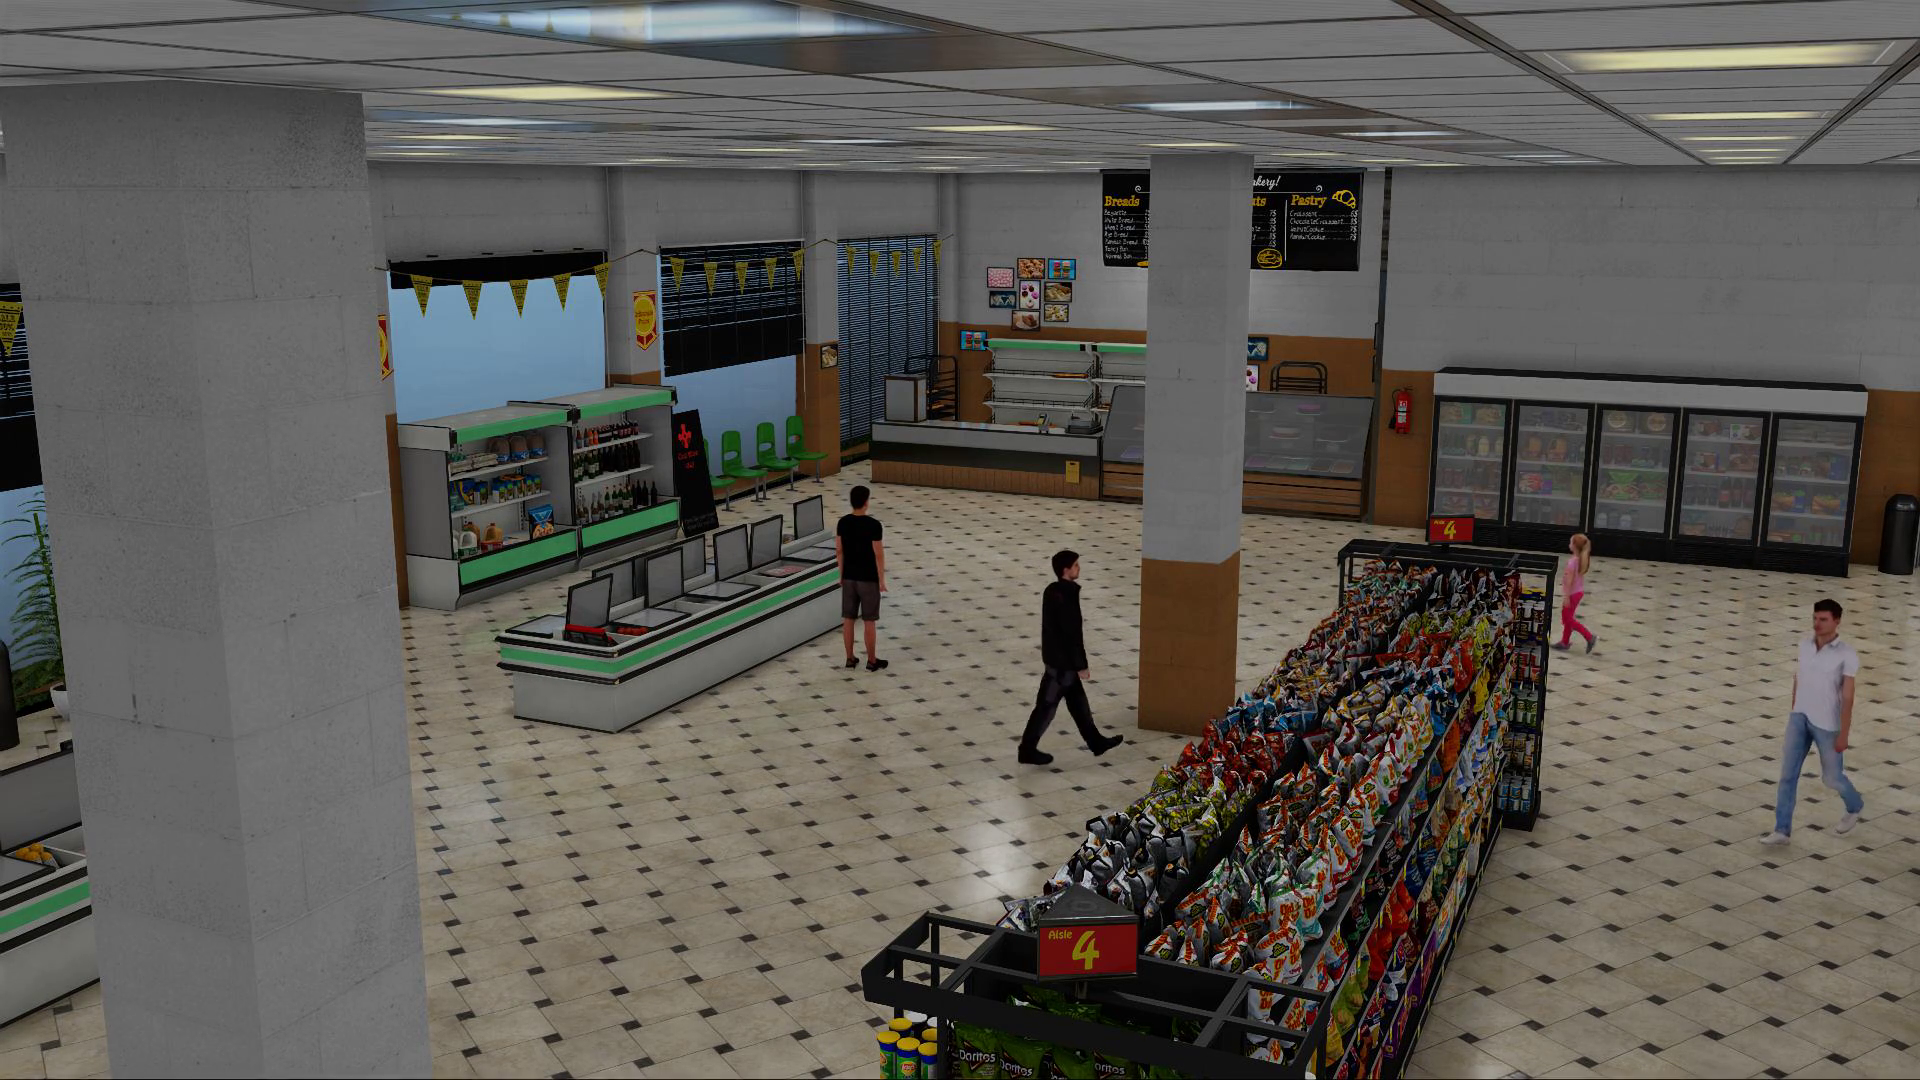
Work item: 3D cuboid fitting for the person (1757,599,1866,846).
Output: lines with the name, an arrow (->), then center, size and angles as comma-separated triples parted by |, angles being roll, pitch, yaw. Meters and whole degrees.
person -> 6.260, 1.332, 12.001 | 1.261, 1.821, 1.126 | -6, 13, -27

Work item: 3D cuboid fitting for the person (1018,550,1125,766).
person -> 0.738, 1.012, 13.604 | 1.172, 1.786, 1.216 | -2, 12, -7

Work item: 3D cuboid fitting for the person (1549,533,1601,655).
person -> 6.331, 0.560, 17.026 | 0.697, 1.260, 0.778 | 11, 16, 43

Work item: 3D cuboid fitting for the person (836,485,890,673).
person -> -0.996, 0.375, 16.448 | 0.664, 1.861, 0.576 | 5, 13, 23
